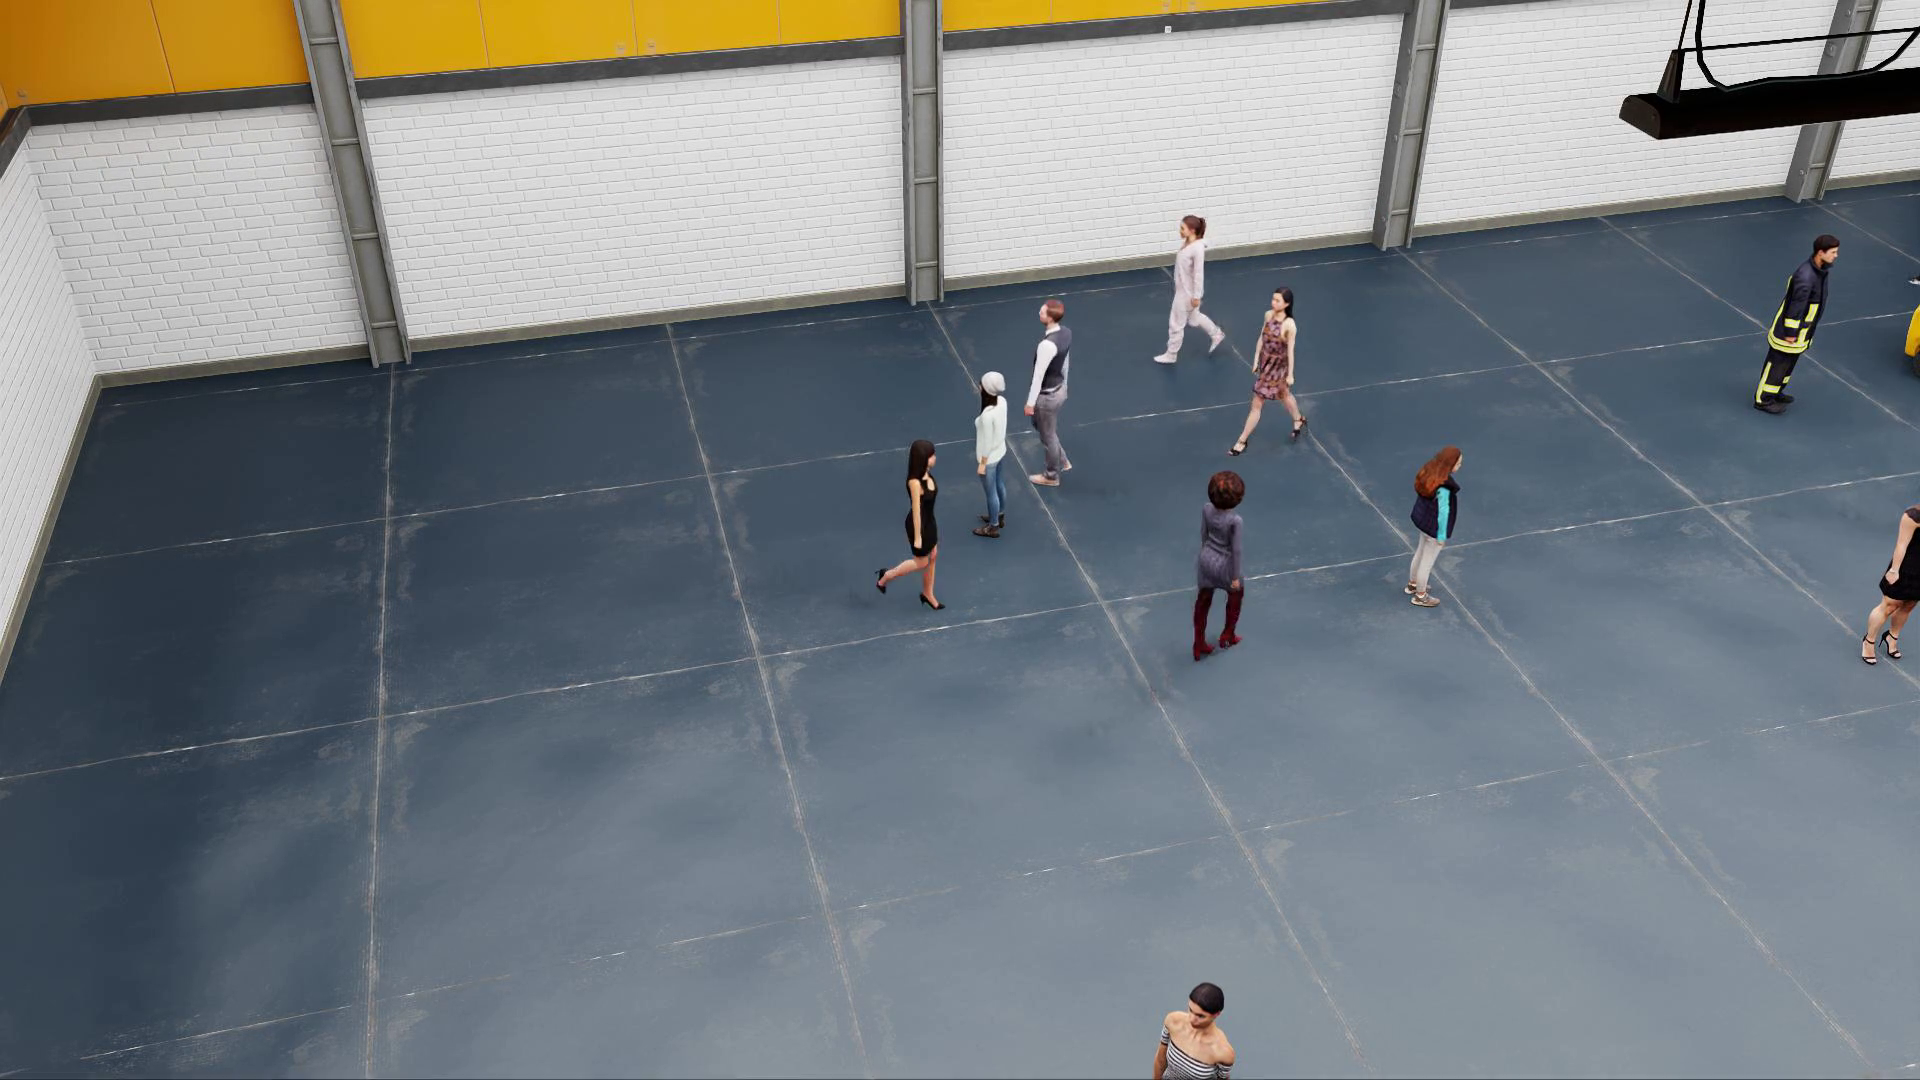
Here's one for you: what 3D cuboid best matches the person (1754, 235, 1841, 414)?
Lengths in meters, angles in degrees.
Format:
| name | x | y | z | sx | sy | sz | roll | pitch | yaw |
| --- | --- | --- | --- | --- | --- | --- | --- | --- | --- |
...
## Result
| name | x | y | z | sx | sy | sz | roll | pitch | yaw |
| --- | --- | --- | --- | --- | --- | --- | --- | --- | --- |
| person | 8.428 | -2.199 | 16.783 | 0.811 | 1.924 | 0.937 | -29 | 43 | -36 |

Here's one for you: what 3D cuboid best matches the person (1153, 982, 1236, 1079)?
| name | x | y | z | sx | sy | sz | roll | pitch | yaw |
| --- | --- | --- | --- | --- | --- | --- | --- | --- | --- |
| person | 1.248 | 3.044 | 8.987 | 0.678 | 1.822 | 0.718 | 22 | 40 | 30 |

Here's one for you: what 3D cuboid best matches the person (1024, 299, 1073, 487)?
| name | x | y | z | sx | sy | sz | roll | pitch | yaw |
| --- | --- | --- | --- | --- | --- | --- | --- | --- | --- |
| person | 0.909 | -1.335 | 15.483 | 0.833 | 1.923 | 0.795 | 11 | 35 | 16 |

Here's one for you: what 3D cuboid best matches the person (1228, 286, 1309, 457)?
| name | x | y | z | sx | sy | sz | roll | pitch | yaw |
| --- | --- | --- | --- | --- | --- | --- | --- | --- | --- |
| person | 3.109 | -1.644 | 16.126 | 1.233 | 1.727 | 0.802 | -18 | 37 | -24 |

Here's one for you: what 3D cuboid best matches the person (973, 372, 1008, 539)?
| name | x | y | z | sx | sy | sz | roll | pitch | yaw |
| --- | --- | --- | --- | --- | --- | --- | --- | --- | --- |
| person | 0.283 | -0.776 | 14.895 | 0.673 | 1.644 | 0.638 | 13 | 36 | 19 |

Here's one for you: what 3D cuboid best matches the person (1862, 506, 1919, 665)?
| name | x | y | z | sx | sy | sz | roll | pitch | yaw |
| --- | --- | --- | --- | --- | --- | --- | --- | --- | --- |
| person | 7.615 | 0.240 | 13.297 | 0.510 | 1.721 | 0.690 | -8 | 35 | -12 |

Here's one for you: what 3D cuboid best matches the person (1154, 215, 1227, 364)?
| name | x | y | z | sx | sy | sz | roll | pitch | yaw |
| --- | --- | --- | --- | --- | --- | --- | --- | --- | --- |
| person | 2.521 | -2.680 | 17.738 | 1.070 | 1.666 | 0.739 | -4 | 34 | -5 |

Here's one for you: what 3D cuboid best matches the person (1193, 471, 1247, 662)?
| name | x | y | z | sx | sy | sz | roll | pitch | yaw |
| --- | --- | --- | --- | --- | --- | --- | --- | --- | --- |
| person | 2.012 | 0.255 | 13.299 | 0.855 | 1.693 | 0.783 | -28 | 43 | -35 |

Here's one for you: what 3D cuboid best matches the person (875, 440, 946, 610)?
| name | x | y | z | sx | sy | sz | roll | pitch | yaw |
| --- | --- | --- | --- | --- | --- | --- | --- | --- | --- |
| person | -0.409 | -0.104 | 13.893 | 0.936 | 1.633 | 0.804 | 9 | 35 | 13 |

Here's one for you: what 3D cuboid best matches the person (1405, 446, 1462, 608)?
| name | x | y | z | sx | sy | sz | roll | pitch | yaw |
| --- | --- | --- | --- | --- | --- | --- | --- | --- | --- |
| person | 3.993 | -0.135 | 14.060 | 0.637 | 1.501 | 0.623 | -1 | 34 | -2 |
